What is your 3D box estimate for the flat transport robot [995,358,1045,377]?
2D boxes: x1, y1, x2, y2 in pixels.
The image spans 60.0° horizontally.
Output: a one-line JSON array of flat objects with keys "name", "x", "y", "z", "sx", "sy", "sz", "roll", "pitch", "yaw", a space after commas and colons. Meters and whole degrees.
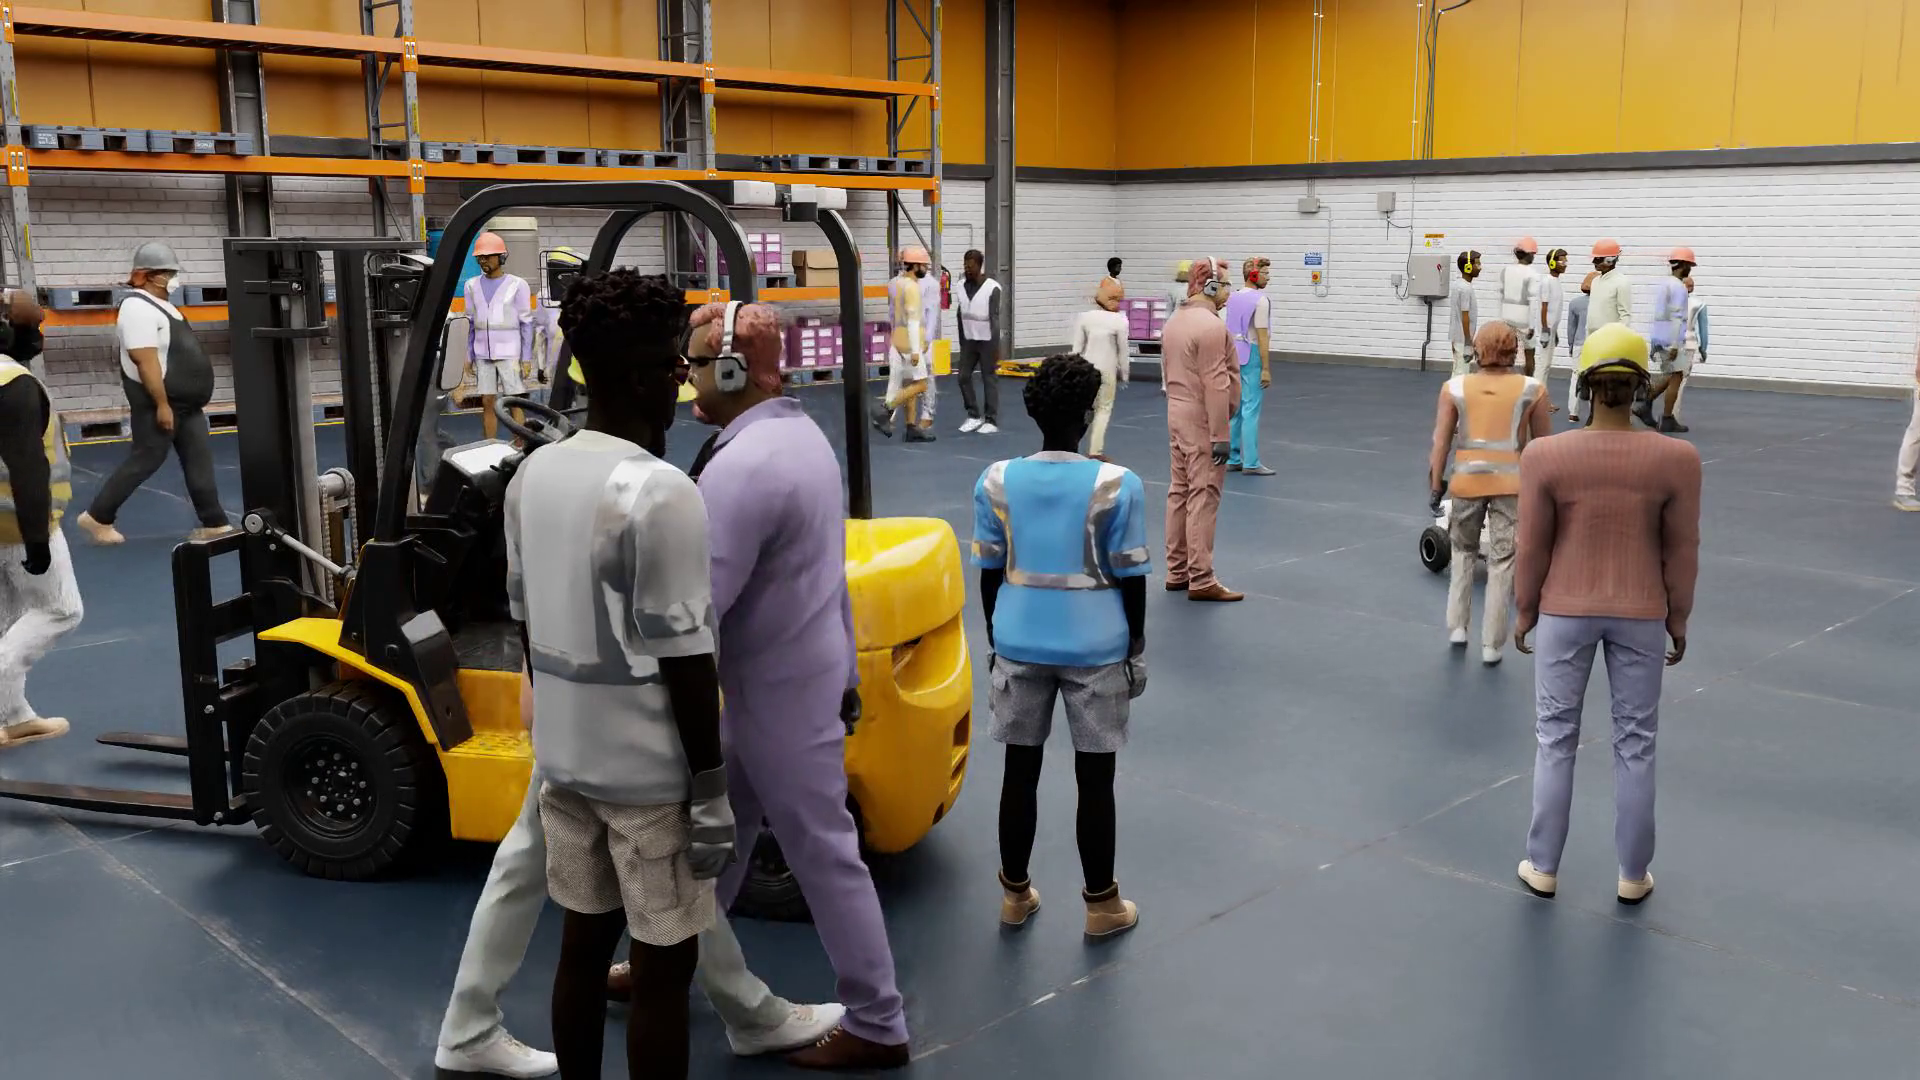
[{"name": "flat transport robot", "x": 1.153, "y": -2.513, "z": 24.075, "sx": 0.652, "sy": 0.197, "sz": 1.431, "roll": 10, "pitch": 14, "yaw": 43}]

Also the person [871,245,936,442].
[{"name": "person", "x": -0.534, "y": -1.893, "z": 16.165, "sx": 0.594, "sy": 1.927, "sz": 0.574, "roll": -2, "pitch": 11, "yaw": -11}]

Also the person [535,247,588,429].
[{"name": "person", "x": -3.323, "y": -1.521, "z": 14.150, "sx": 0.595, "sy": 1.923, "sz": 0.380, "roll": 1, "pitch": 10, "yaw": 6}]

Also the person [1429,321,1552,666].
[{"name": "person", "x": 2.533, "y": -0.228, "z": 7.940, "sx": 0.540, "sy": 1.619, "sz": 0.540, "roll": 5, "pitch": 11, "yaw": 23}]

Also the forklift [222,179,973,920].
[{"name": "forklift", "x": -1.114, "y": -0.058, "z": 5.440, "sx": 2.313, "sy": 2.155, "sz": 1.214, "roll": 2, "pitch": 11, "yaw": 13}]

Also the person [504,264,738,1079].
[{"name": "person", "x": -0.662, "y": 0.437, "z": 3.366, "sx": 0.607, "sy": 1.966, "sz": 0.367, "roll": 10, "pitch": 14, "yaw": 43}]

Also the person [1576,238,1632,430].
[{"name": "person", "x": 6.363, "y": -1.976, "z": 16.450, "sx": 0.391, "sy": 1.990, "sz": 0.621, "roll": -2, "pitch": 11, "yaw": -11}]

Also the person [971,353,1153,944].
[{"name": "person", "x": 0.293, "y": 0.315, "z": 4.764, "sx": 0.533, "sy": 1.697, "sz": 0.318, "roll": 4, "pitch": 11, "yaw": 22}]

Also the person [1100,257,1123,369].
[{"name": "person", "x": 2.293, "y": -3.396, "z": 25.002, "sx": 0.318, "sy": 1.697, "sz": 0.533, "roll": 6, "pitch": 12, "yaw": 31}]

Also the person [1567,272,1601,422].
[{"name": "person", "x": 6.803, "y": -2.074, "z": 17.968, "sx": 0.500, "sy": 1.633, "sz": 0.283, "roll": 10, "pitch": 14, "yaw": 43}]

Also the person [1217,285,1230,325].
[{"name": "person", "x": 2.392, "y": -1.640, "z": 15.595, "sx": 0.508, "sy": 1.632, "sz": 0.265, "roll": 7, "pitch": 12, "yaw": 32}]

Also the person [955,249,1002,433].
[{"name": "person", "x": 0.200, "y": -2.013, "z": 16.951, "sx": 0.608, "sy": 1.881, "sz": 0.520, "roll": 8, "pitch": 13, "yaw": 37}]

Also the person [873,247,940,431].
[{"name": "person", "x": -0.529, "y": -2.040, "z": 17.078, "sx": 0.632, "sy": 1.888, "sz": 0.927, "roll": 5, "pitch": 12, "yaw": 25}]

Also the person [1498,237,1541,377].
[{"name": "person", "x": 6.871, "y": -2.729, "z": 20.519, "sx": 0.952, "sy": 2.010, "sz": 0.629, "roll": -8, "pitch": 13, "yaw": -36}]

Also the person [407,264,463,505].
[{"name": "person", "x": -3.973, "y": -1.193, "z": 12.677, "sx": 0.511, "sy": 1.819, "sz": 0.832, "roll": 7, "pitch": 12, "yaw": 32}]

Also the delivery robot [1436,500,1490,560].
[{"name": "delivery robot", "x": 3.129, "y": -0.089, "z": 9.827, "sx": 0.477, "sy": 0.478, "sz": 0.707, "roll": -3, "pitch": 11, "yaw": -16}]

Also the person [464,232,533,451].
[{"name": "person", "x": -3.937, "y": -1.574, "z": 14.121, "sx": 0.616, "sy": 2.041, "sz": 0.378, "roll": 2, "pitch": 11, "yaw": 12}]

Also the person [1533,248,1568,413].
[{"name": "person", "x": 6.783, "y": -2.401, "z": 19.103, "sx": 0.325, "sy": 1.871, "sz": 0.516, "roll": 7, "pitch": 12, "yaw": 32}]

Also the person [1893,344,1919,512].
[{"name": "person", "x": 7.136, "y": -1.128, "z": 11.920, "sx": 0.660, "sy": 1.944, "sz": 0.911, "roll": -1, "pitch": 10, "yaw": -7}]

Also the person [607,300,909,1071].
[{"name": "person", "x": -0.561, "y": 0.369, "z": 4.032, "sx": 0.968, "sy": 1.862, "sz": 0.661, "roll": 1, "pitch": 10, "yaw": 3}]

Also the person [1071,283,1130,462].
[{"name": "person", "x": 1.243, "y": -1.479, "z": 14.813, "sx": 0.559, "sy": 1.597, "sz": 0.415, "roll": 6, "pitch": 12, "yaw": 30}]

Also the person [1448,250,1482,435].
[{"name": "person", "x": 5.132, "y": -1.997, "z": 16.898, "sx": 0.328, "sy": 1.872, "sz": 0.510, "roll": 1, "pitch": 10, "yaw": 5}]

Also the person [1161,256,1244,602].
[{"name": "person", "x": 1.362, "y": -0.616, "z": 9.279, "sx": 0.408, "sy": 1.906, "sz": 0.638, "roll": -3, "pitch": 11, "yaw": -16}]

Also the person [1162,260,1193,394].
[{"name": "person", "x": 2.815, "y": -2.667, "z": 21.066, "sx": 0.497, "sy": 1.729, "sz": 0.799, "roll": 7, "pitch": 13, "yaw": 35}]

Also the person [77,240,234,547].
[{"name": "person", "x": -5.267, "y": -0.967, "z": 10.816, "sx": 0.974, "sy": 2.000, "sz": 0.680, "roll": -1, "pitch": 10, "yaw": -8}]

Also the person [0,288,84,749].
[{"name": "person", "x": -3.706, "y": -0.053, "z": 6.423, "sx": 0.691, "sy": 1.823, "sz": 0.508, "roll": 7, "pitch": 13, "yaw": 34}]

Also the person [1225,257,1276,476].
[{"name": "person", "x": 2.425, "y": -1.465, "z": 14.082, "sx": 0.396, "sy": 1.840, "sz": 0.564, "roll": -4, "pitch": 11, "yaw": -22}]

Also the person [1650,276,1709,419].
[{"name": "person", "x": 7.643, "y": -2.011, "z": 17.662, "sx": 0.554, "sy": 1.599, "sz": 0.748, "roll": 6, "pitch": 12, "yaw": 30}]

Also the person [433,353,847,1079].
[{"name": "person", "x": -0.802, "y": 0.391, "z": 3.898, "sx": 1.008, "sy": 1.856, "sz": 0.581, "roll": -2, "pitch": 11, "yaw": -12}]

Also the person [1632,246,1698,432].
[{"name": "person", "x": 7.333, "y": -2.075, "z": 17.202, "sx": 0.513, "sy": 1.910, "sz": 0.558, "roll": 0, "pitch": 10, "yaw": 1}]

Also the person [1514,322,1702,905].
[{"name": "person", "x": 1.940, "y": 0.231, "z": 5.040, "sx": 0.524, "sy": 1.768, "sz": 0.312, "roll": 3, "pitch": 11, "yaw": 16}]
